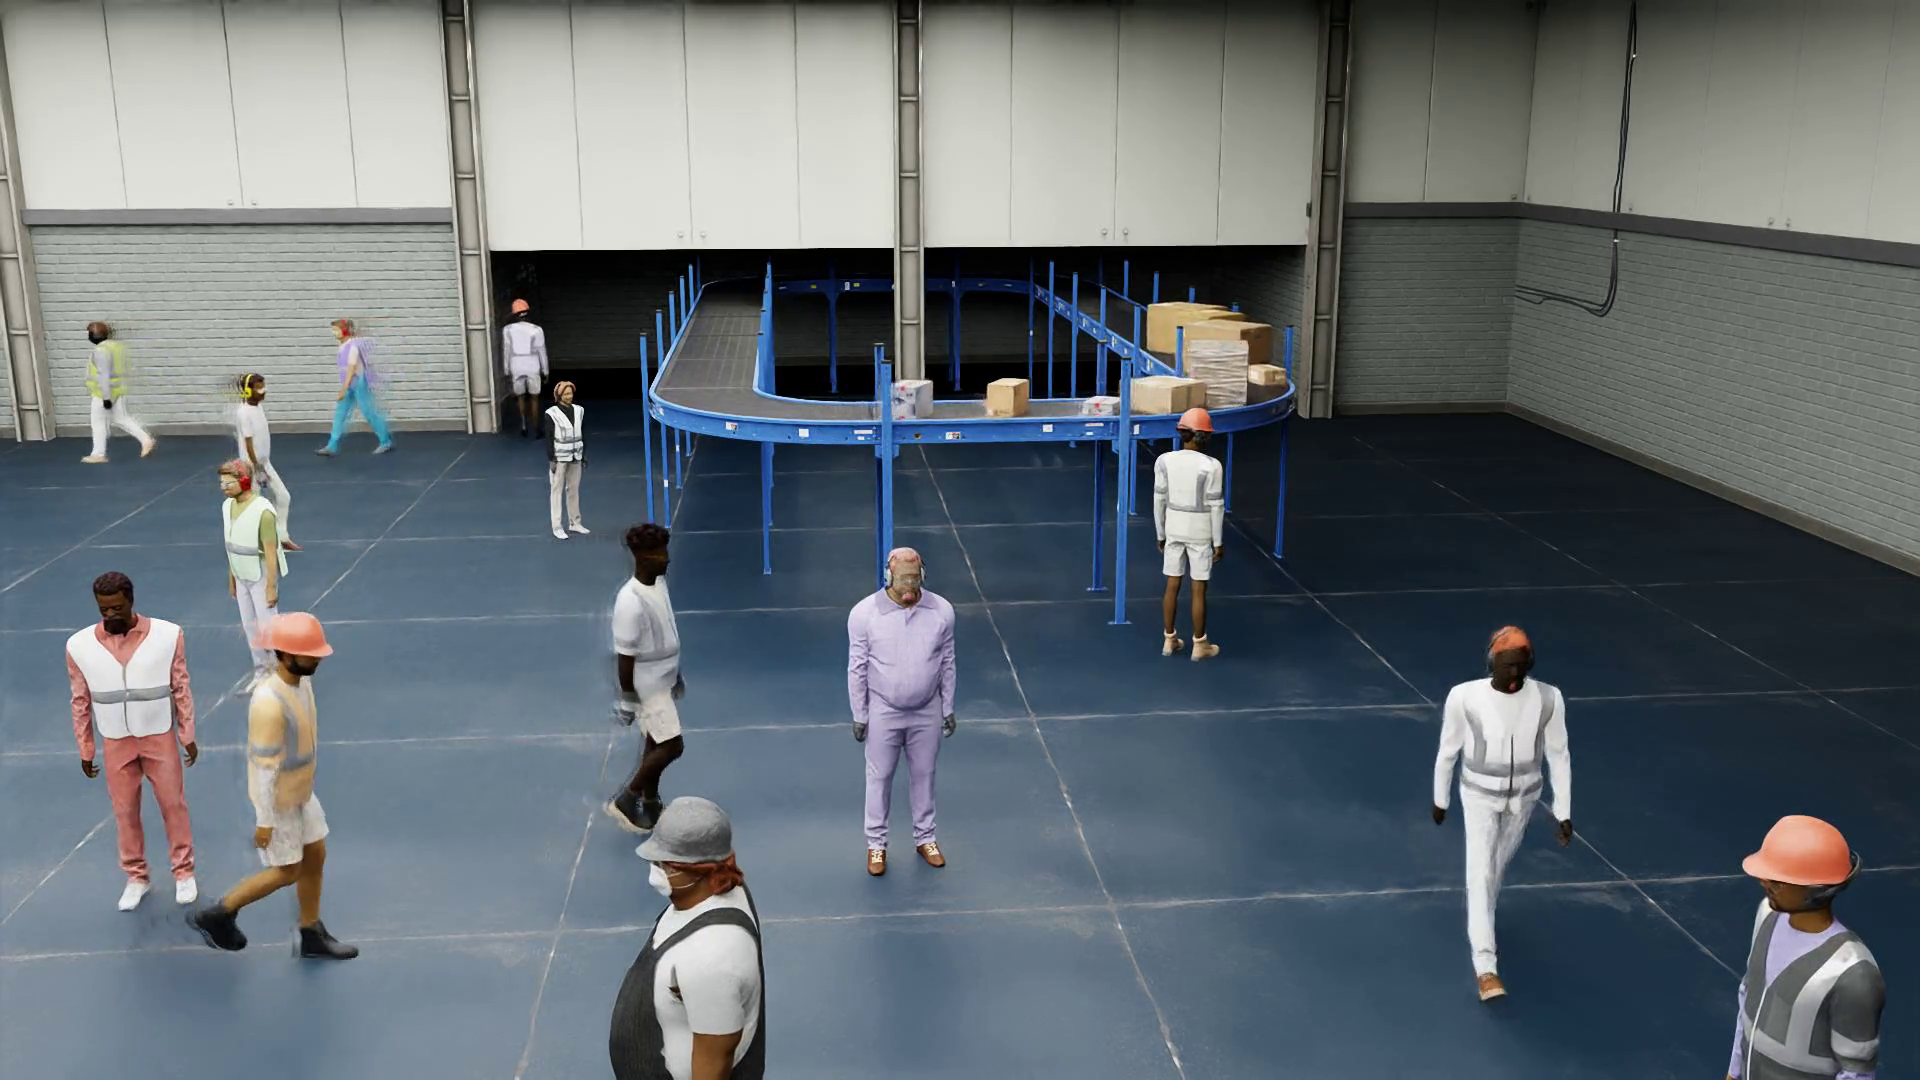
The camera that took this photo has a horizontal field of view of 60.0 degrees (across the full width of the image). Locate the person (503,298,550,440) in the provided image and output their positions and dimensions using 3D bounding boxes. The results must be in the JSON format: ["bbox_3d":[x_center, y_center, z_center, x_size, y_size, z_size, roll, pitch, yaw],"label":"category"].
[{"bbox_3d":[-5.908,-2.326,22.695,0.617,1.924,0.404,0,14,-2],"label":"person"}]

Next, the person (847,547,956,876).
[{"bbox_3d":[-0.318,0.972,9.533,0.643,1.912,0.410,-4,15,-17],"label":"person"}]

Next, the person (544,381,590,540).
[{"bbox_3d":[-4.098,-0.843,17.338,0.314,1.642,0.514,10,17,35],"label":"person"}]

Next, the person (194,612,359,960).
[{"bbox_3d":[-3.471,1.271,8.386,0.732,1.900,0.551,0,14,-1],"label":"person"}]

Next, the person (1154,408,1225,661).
[{"bbox_3d":[1.850,-0.046,13.351,0.605,2.036,0.393,10,17,35],"label":"person"}]

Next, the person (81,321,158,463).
[{"bbox_3d":[-10.800,-1.890,21.194,0.835,1.813,0.630,-3,14,-10],"label":"person"}]

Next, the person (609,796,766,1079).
[{"bbox_3d":[-0.939,1.845,5.772,0.537,2.000,0.682,-2,14,-7],"label":"person"}]

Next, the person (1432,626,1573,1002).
[{"bbox_3d":[2.702,1.333,8.244,0.599,1.827,1.020,0,14,0],"label":"person"}]

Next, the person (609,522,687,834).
[{"bbox_3d":[-1.827,0.837,9.983,0.413,1.950,0.616,0,14,1],"label":"person"}]

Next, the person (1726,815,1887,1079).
[{"bbox_3d":[2.767,1.885,5.611,0.386,2.039,0.615,-1,14,-5],"label":"person"}]

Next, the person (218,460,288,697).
[{"bbox_3d":[-5.238,0.300,12.382,0.569,1.834,0.399,10,17,35],"label":"person"}]

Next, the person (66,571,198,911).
[{"bbox_3d":[-4.507,1.081,9.106,0.599,1.909,0.399,-5,15,-19],"label":"person"}]

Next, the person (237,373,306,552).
[{"bbox_3d":[-6.861,-0.734,16.476,0.724,1.842,0.537,0,14,2],"label":"person"}]

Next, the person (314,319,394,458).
[{"bbox_3d":[-7.869,-1.959,21.513,1.002,1.787,0.570,-13,19,-43],"label":"person"}]
